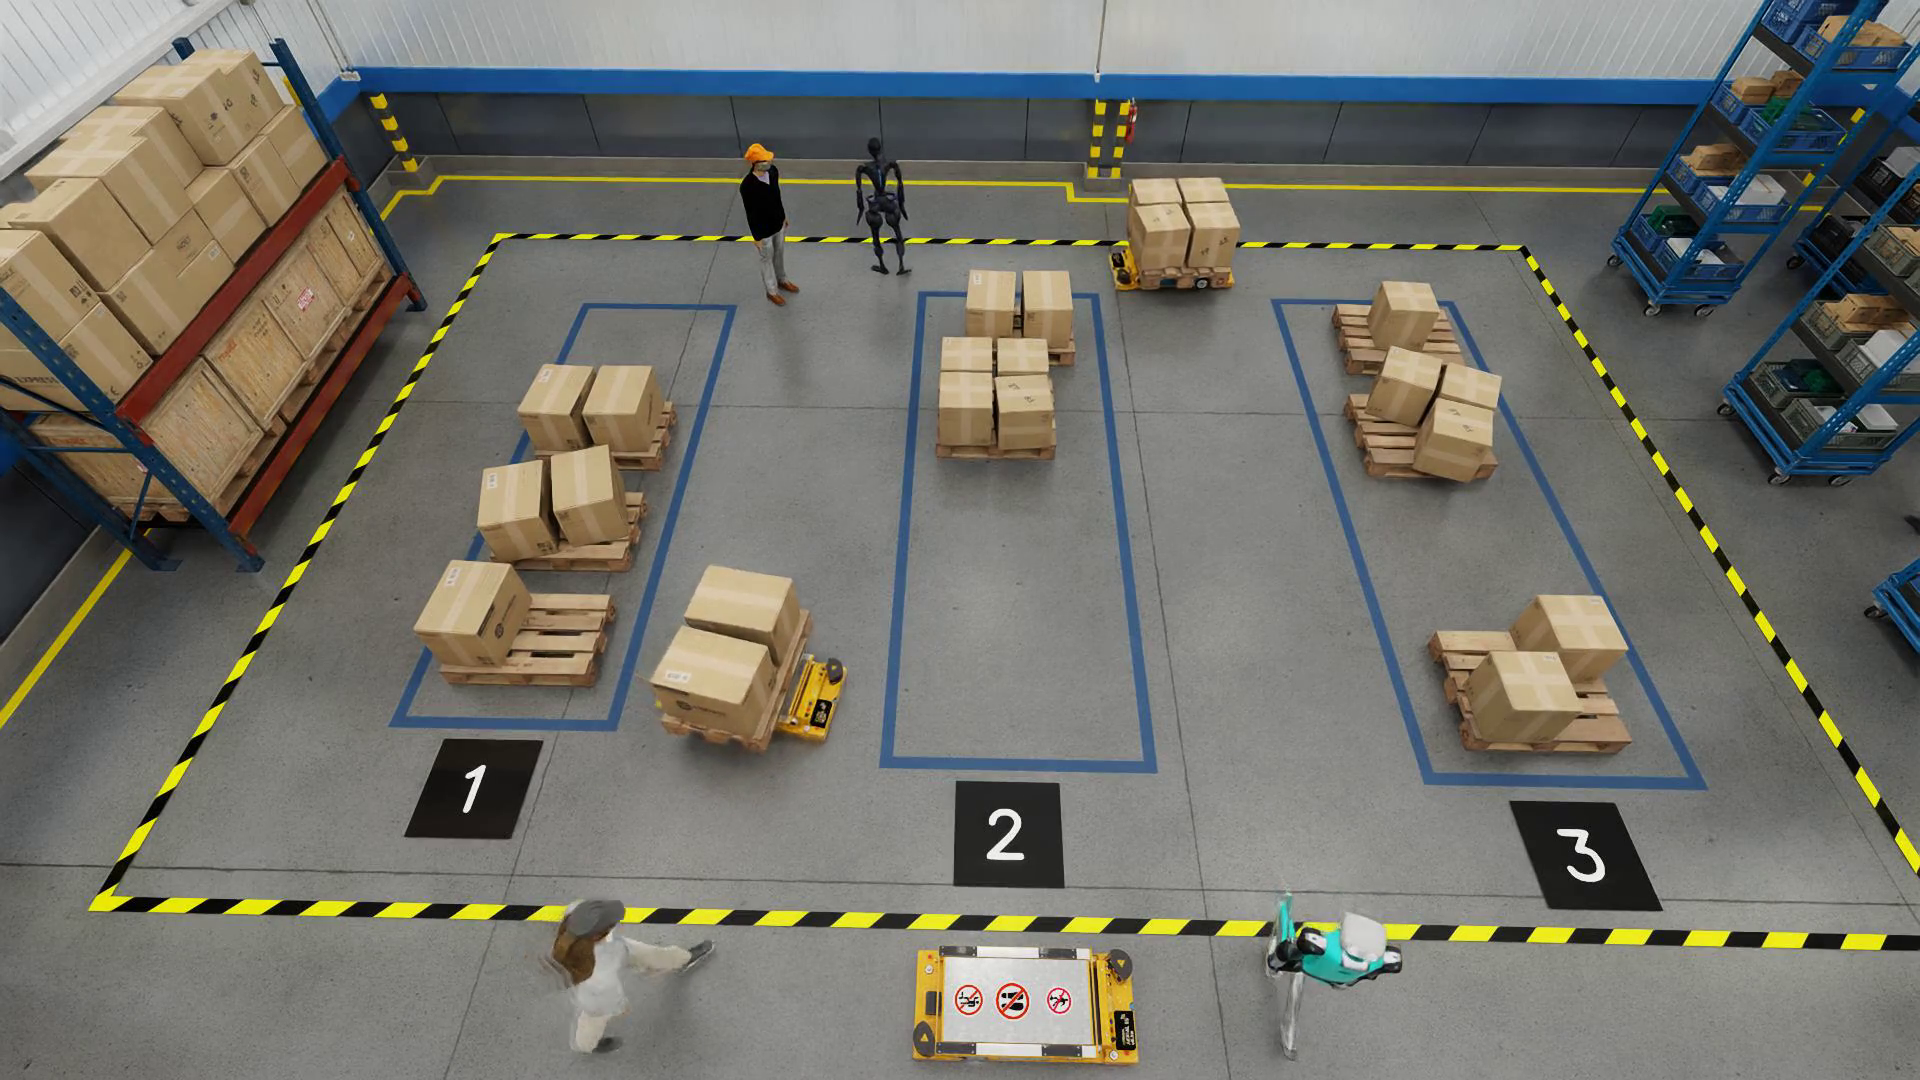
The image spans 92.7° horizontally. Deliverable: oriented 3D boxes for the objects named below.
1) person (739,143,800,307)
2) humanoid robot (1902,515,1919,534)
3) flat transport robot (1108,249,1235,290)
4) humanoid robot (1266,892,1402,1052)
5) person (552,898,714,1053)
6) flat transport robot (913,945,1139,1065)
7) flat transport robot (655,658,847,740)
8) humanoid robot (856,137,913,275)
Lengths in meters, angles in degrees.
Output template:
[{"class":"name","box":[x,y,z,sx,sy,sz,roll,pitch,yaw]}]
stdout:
[{"class":"person","box":[-2.151,-3.545,10.334,0.350,1.883,0.590,22,54,17]},{"class":"humanoid robot","box":[9.173,-0.515,8.007,0.596,1.625,0.584,-8,51,-7]},{"class":"flat transport robot","box":[2.584,-3.349,11.198,1.431,0.197,0.652,-2,51,-2]},{"class":"humanoid robot","box":[2.144,2.389,5.551,0.540,1.714,0.770,9,51,8]},{"class":"person","box":[-2.064,2.555,5.490,1.026,1.674,0.576,-21,54,-16]},{"class":"flat transport robot","box":[0.422,3.041,6.007,1.431,0.231,0.659,1,51,1]},{"class":"flat transport robot","box":[-1.710,1.181,7.505,1.431,0.197,0.652,9,51,7]},{"class":"humanoid robot","box":[-0.894,-3.832,10.705,0.614,1.648,0.466,-9,51,-7]}]
